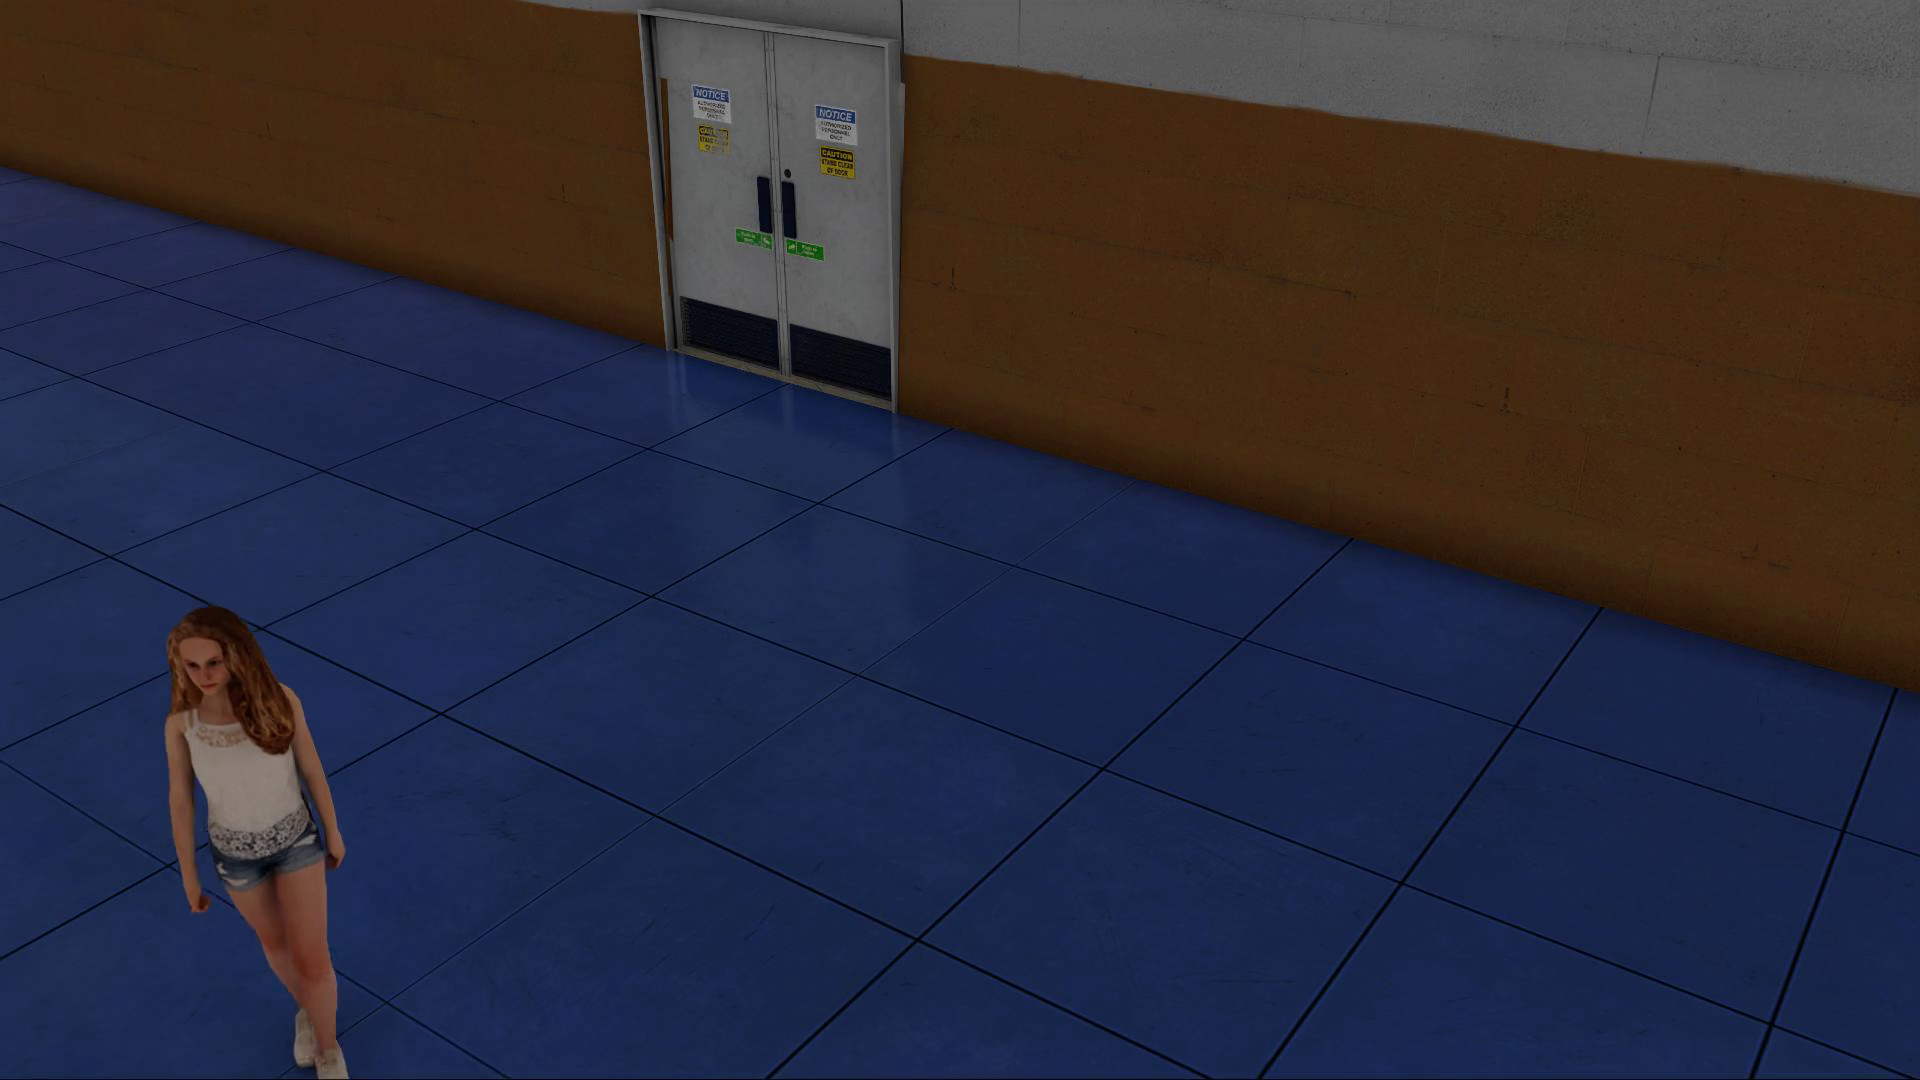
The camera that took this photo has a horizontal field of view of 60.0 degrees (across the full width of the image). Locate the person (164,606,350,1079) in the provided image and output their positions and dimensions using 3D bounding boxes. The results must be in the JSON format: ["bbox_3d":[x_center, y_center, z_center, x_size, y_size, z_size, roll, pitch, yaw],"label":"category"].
[{"bbox_3d":[-2.172,0.932,5.242,0.814,1.745,0.868,-7,28,-13],"label":"person"}]
